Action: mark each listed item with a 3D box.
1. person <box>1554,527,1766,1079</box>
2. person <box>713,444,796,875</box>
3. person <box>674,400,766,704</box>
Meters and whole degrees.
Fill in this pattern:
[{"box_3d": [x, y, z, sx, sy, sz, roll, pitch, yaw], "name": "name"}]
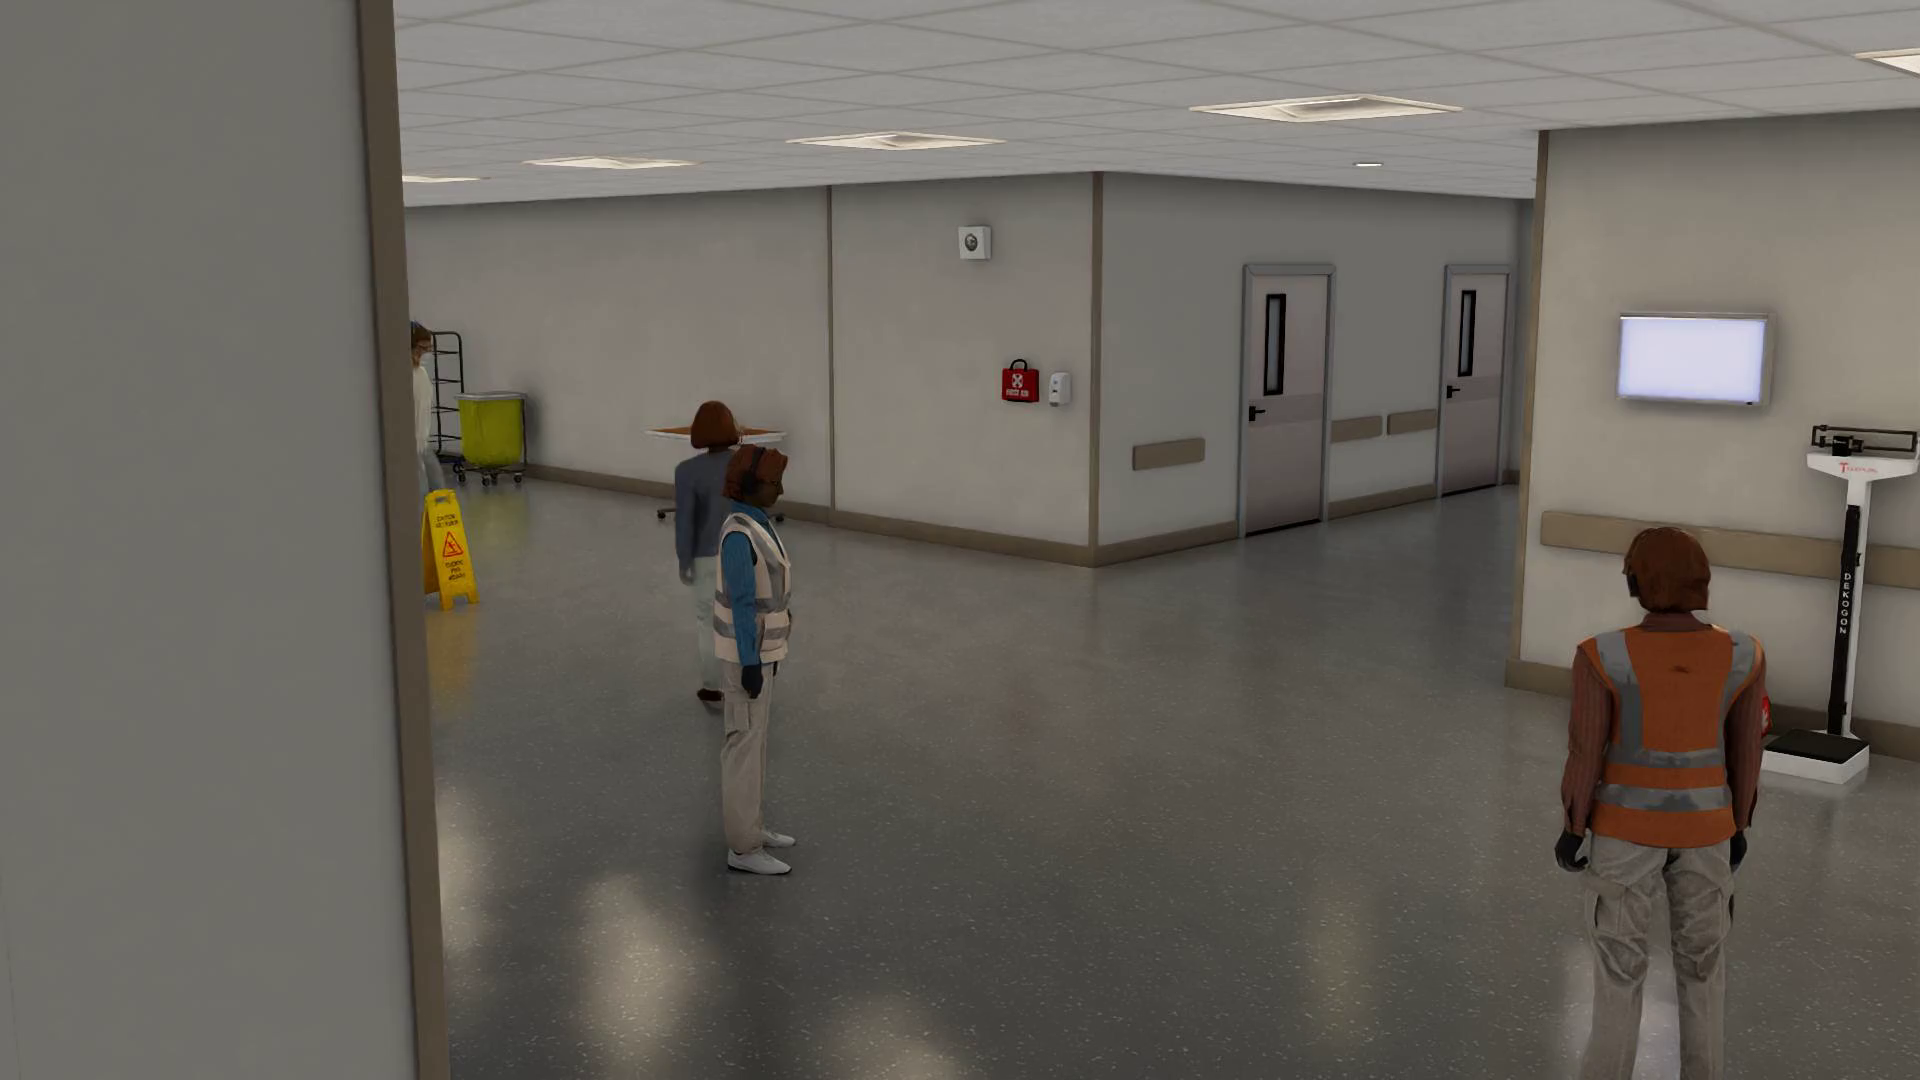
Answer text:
[{"box_3d": [1.835, 0.776, 4.383, 0.514, 1.639, 0.310, 0, 9, 0], "name": "person"}, {"box_3d": [-0.794, 0.448, 6.394, 0.309, 1.640, 0.514, 0, 9, -1], "name": "person"}, {"box_3d": [-1.229, 0.085, 8.653, 0.512, 1.620, 0.524, -5, 10, -27], "name": "person"}]
